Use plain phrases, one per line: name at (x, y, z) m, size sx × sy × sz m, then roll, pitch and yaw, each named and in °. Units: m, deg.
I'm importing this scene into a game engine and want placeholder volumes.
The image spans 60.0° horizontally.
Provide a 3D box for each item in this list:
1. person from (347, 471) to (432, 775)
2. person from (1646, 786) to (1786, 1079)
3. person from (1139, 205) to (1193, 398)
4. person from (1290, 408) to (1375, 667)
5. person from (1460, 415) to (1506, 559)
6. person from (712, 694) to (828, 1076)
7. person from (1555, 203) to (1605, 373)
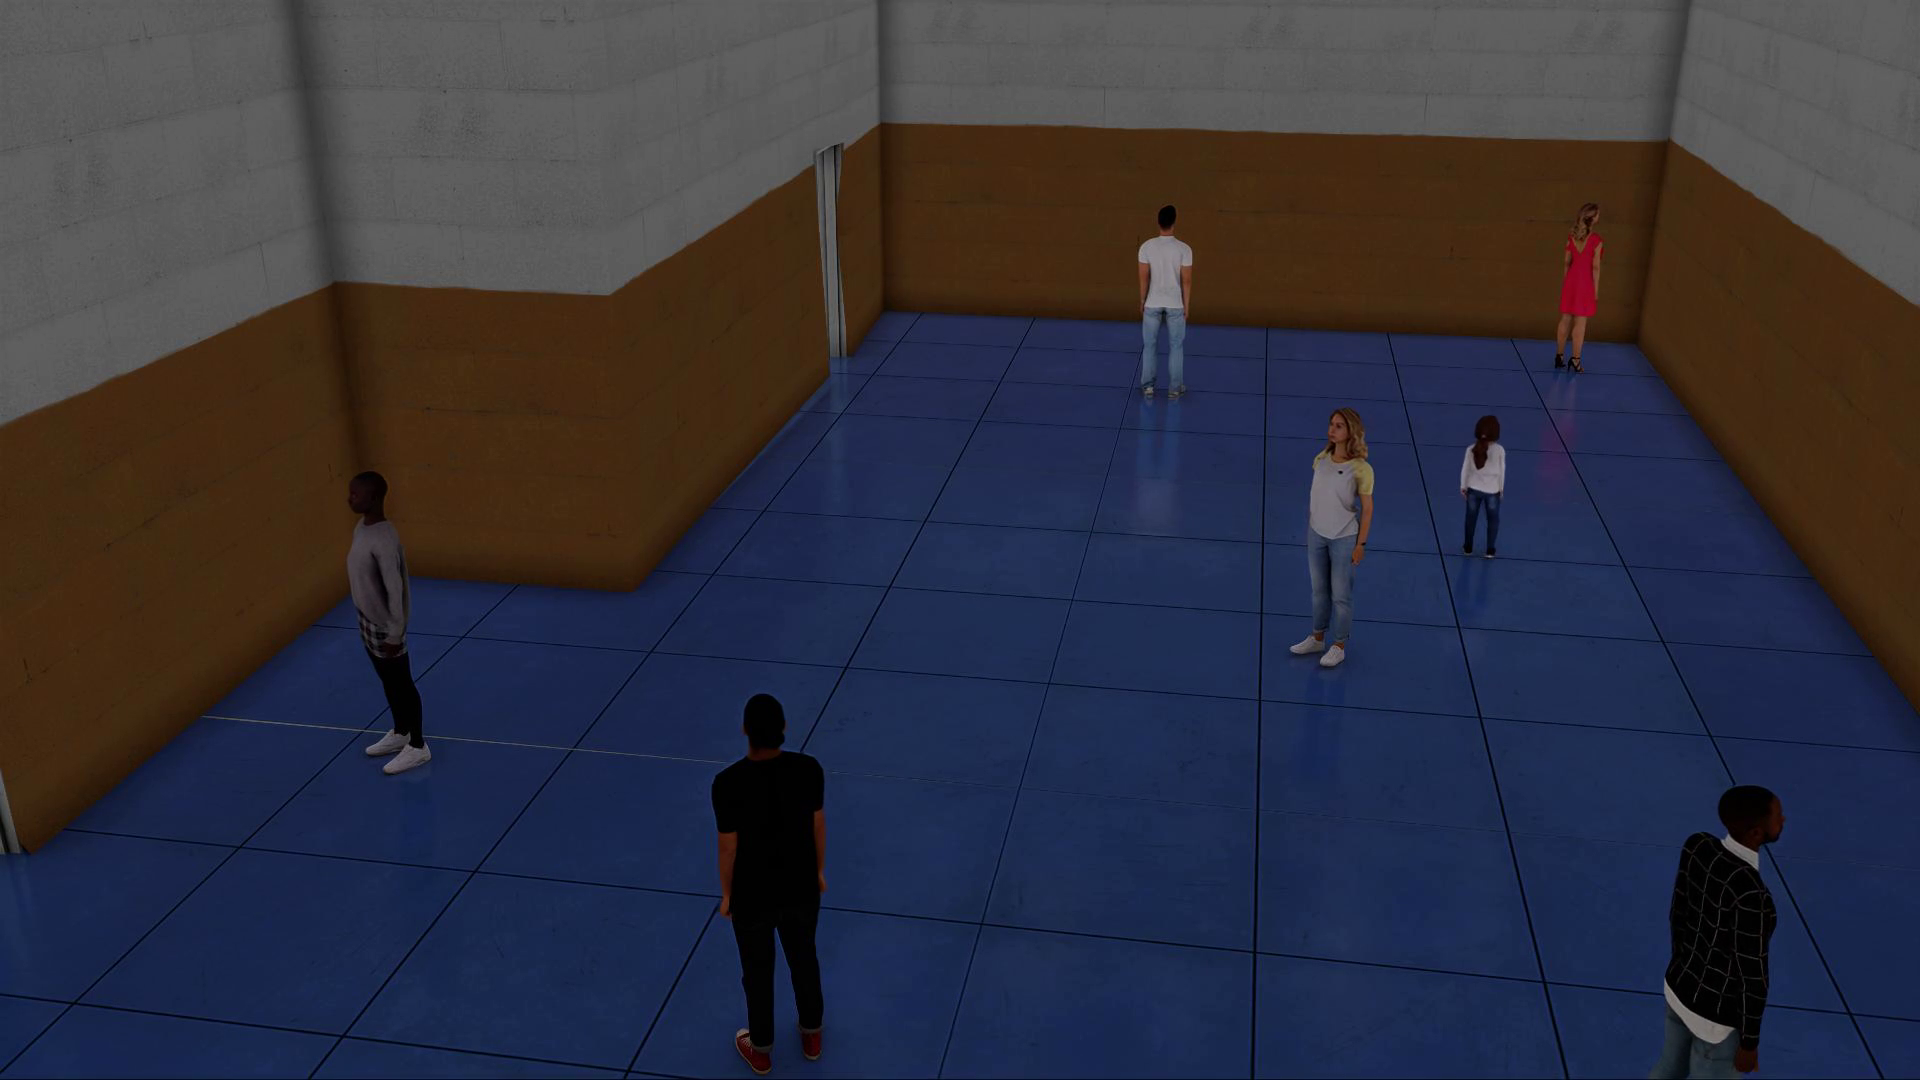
person at (-3.244, 0.451, 9.405) m, size 0.755 × 1.772 × 0.682 m, roll -16°, pitch 27°, yaw -35°
person at (2.782, 1.714, 6.198) m, size 0.665 × 1.820 × 0.726 m, roll -3°, pitch 22°, yaw -7°
person at (1.990, -2.313, 16.159) m, size 0.518 × 1.866 × 0.745 m, roll 6°, pitch 23°, yaw 14°
person at (2.405, -0.022, 10.630) m, size 0.757 × 1.722 × 0.687 m, roll -16°, pitch 27°, yaw -34°
person at (3.901, -0.397, 12.402) m, size 0.485 × 1.111 × 0.564 m, roll 8°, pitch 23°, yaw 19°
person at (-0.781, 1.438, 6.967) m, size 0.692 × 1.758 × 0.787 m, roll -9°, pitch 24°, yaw -21°
person at (6.344, -2.598, 17.052) m, size 0.718 × 1.728 × 0.668 m, roll -13°, pitch 25°, yaw -29°
